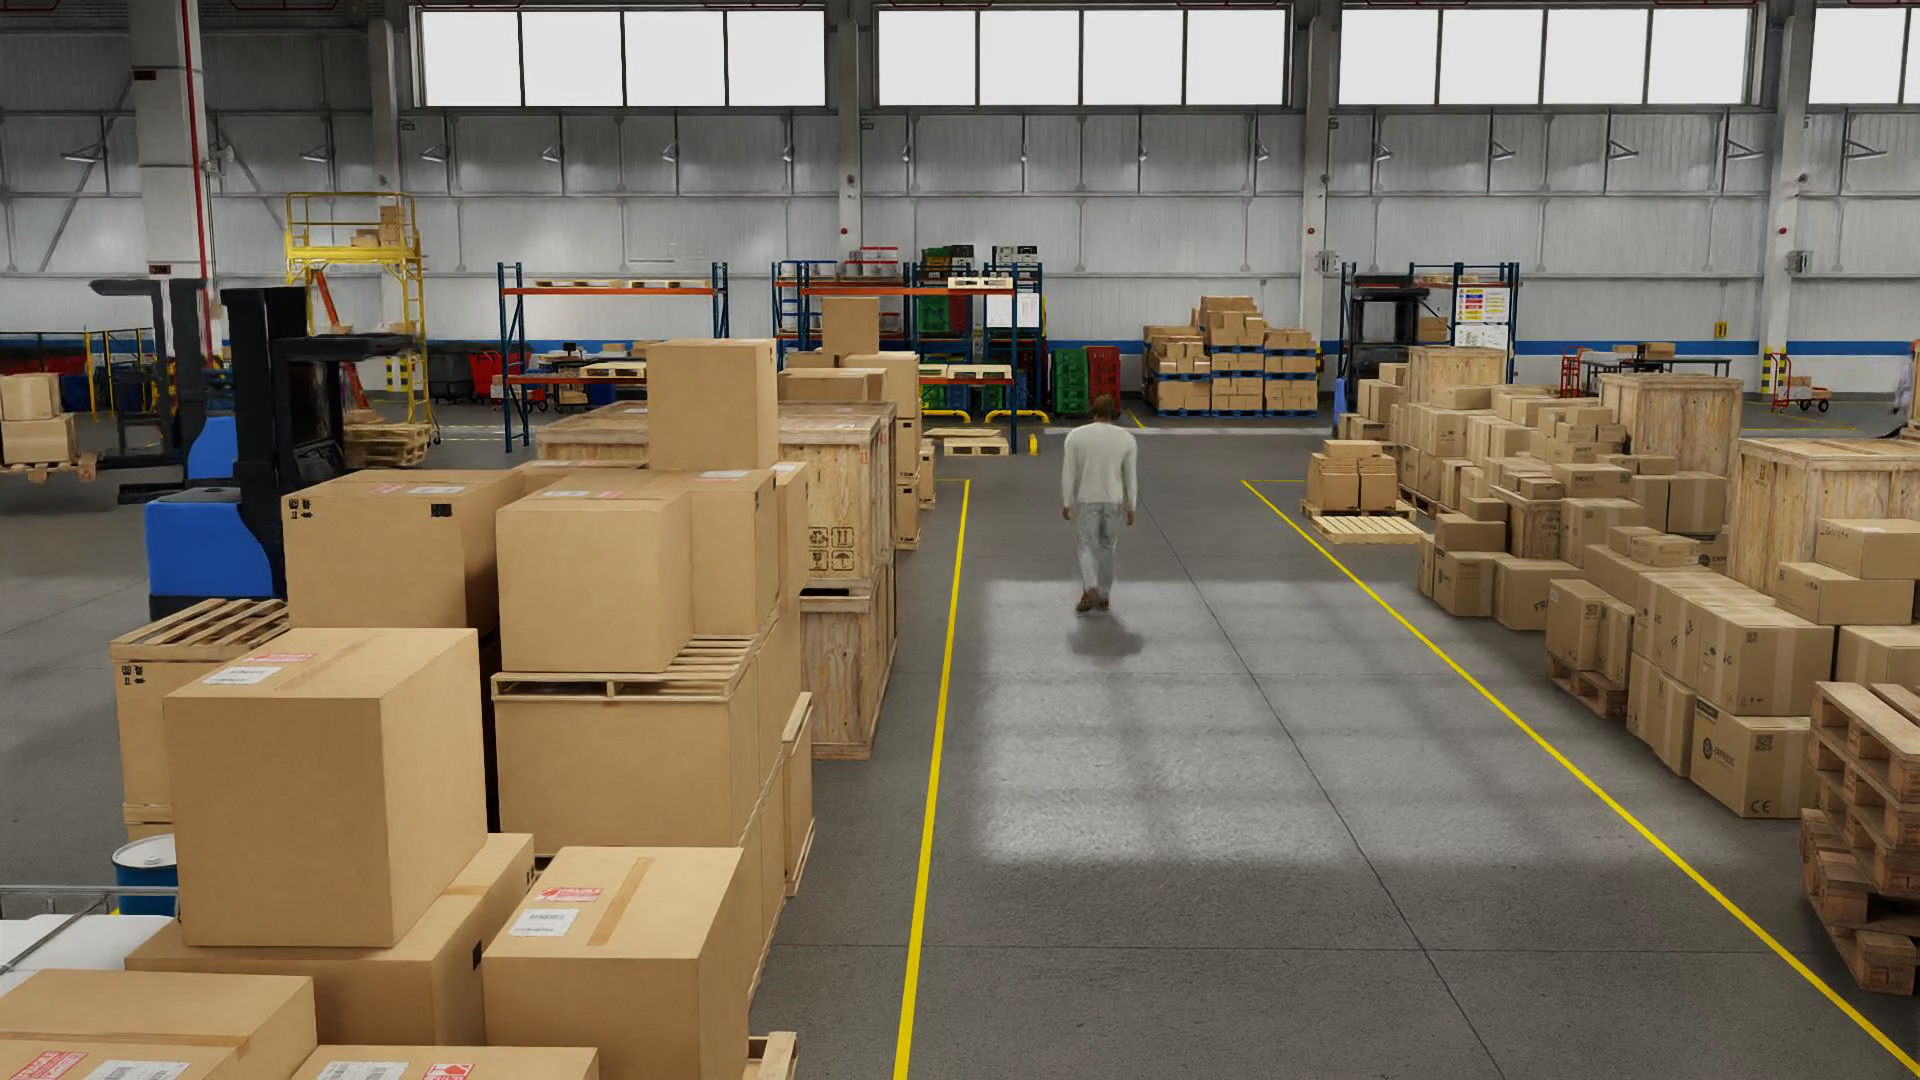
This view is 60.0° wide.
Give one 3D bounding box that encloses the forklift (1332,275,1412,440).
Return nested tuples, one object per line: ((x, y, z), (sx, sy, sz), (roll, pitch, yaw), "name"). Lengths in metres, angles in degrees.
((6.842, -2.942, 27.257), (1.129, 2.768, 1.873), (0, 9, 1), "forklift")

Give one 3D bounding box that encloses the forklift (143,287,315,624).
((-5.734, -0.714, 13.915), (1.873, 2.768, 1.129), (0, 9, 1), "forklift")

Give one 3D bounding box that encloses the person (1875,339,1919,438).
((14.360, -2.118, 25.251), (0.545, 1.906, 0.784), (-6, 11, -34), "person")

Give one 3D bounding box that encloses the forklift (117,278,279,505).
((-9.811, -1.938, 21.241), (1.873, 2.768, 1.129), (-4, 10, -25), "forklift")

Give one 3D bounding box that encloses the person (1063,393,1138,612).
((1.231, -0.307, 14.397), (0.651, 1.911, 0.640), (-1, 10, -4), "person")
